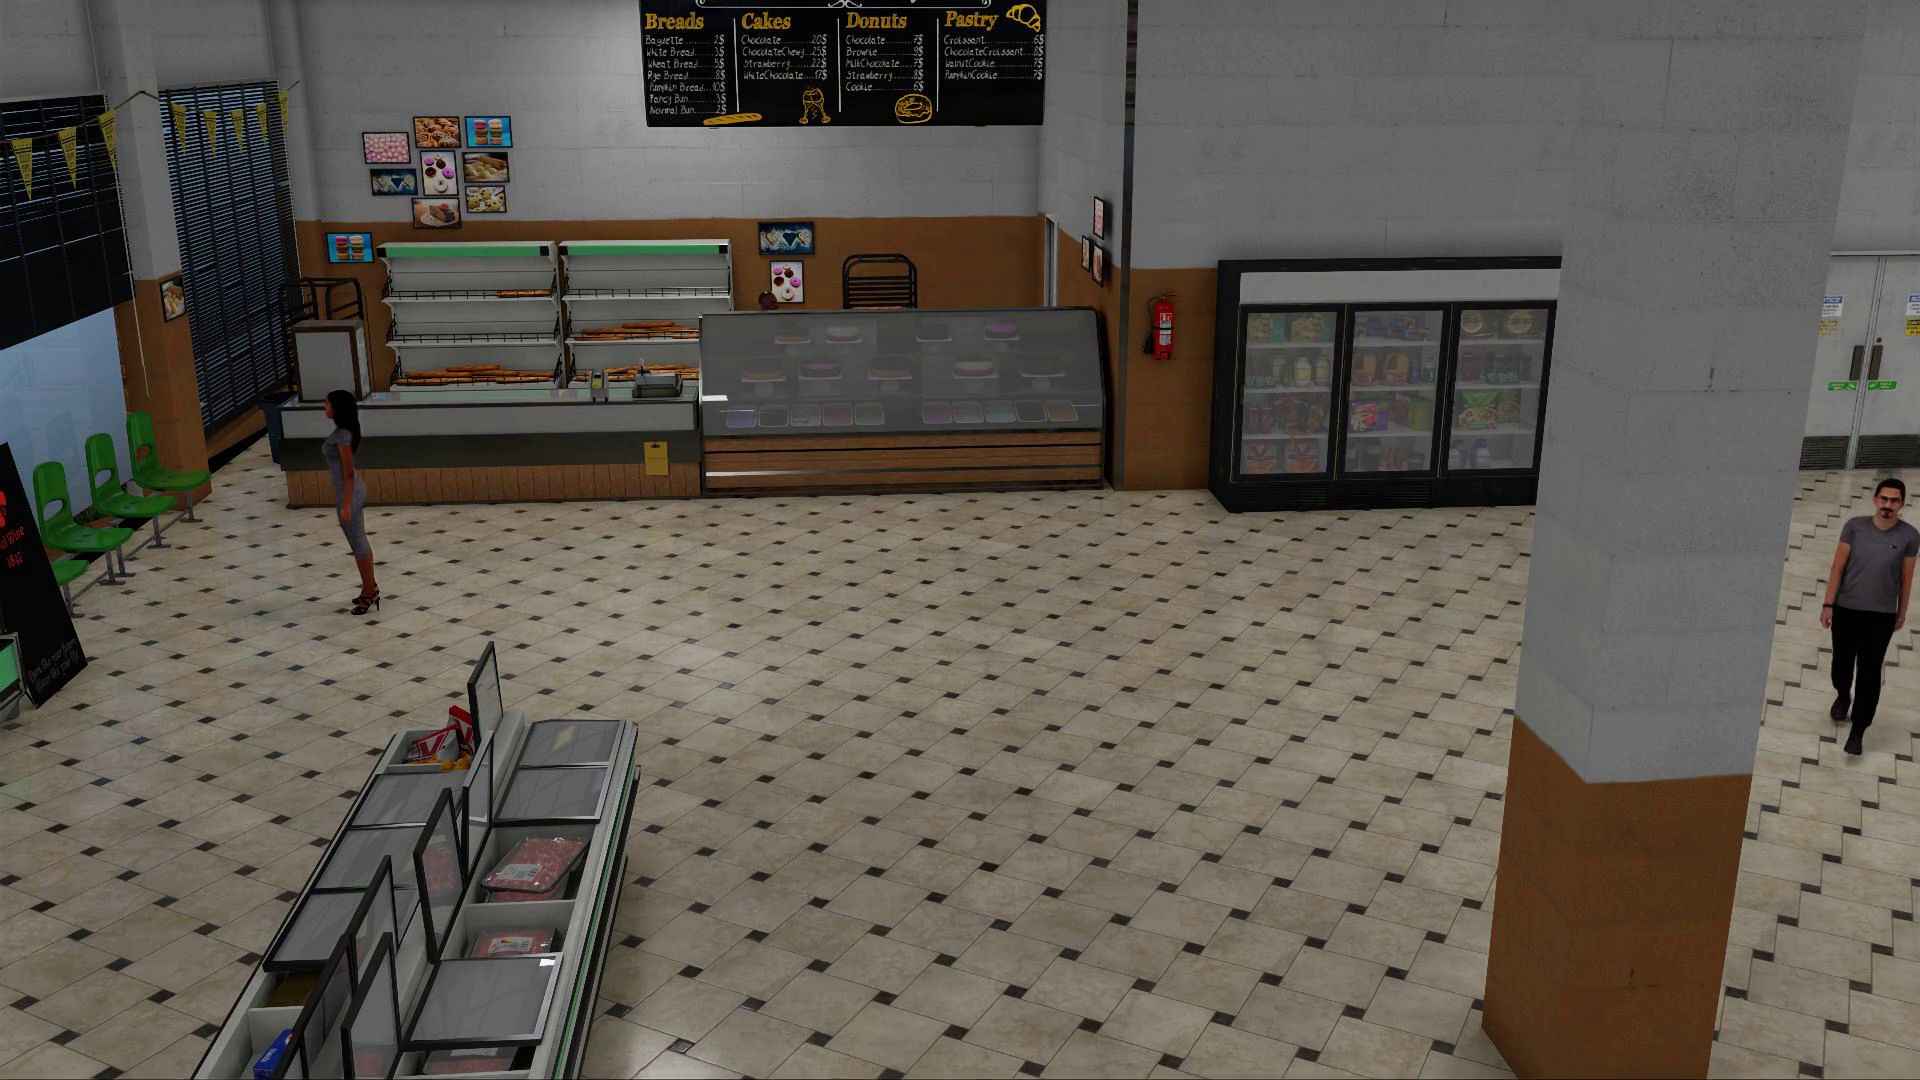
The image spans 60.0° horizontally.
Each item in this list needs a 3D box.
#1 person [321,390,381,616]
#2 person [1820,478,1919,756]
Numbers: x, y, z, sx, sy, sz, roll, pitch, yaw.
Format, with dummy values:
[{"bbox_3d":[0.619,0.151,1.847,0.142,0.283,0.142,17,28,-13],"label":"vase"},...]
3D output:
[{"bbox_3d":[-4.760,-0.268,13.036,0.661,1.712,0.510,-4,17,-13],"label":"person"},{"bbox_3d":[5.816,0.442,10.698,1.106,1.713,1.204,12,21,34],"label":"person"}]
